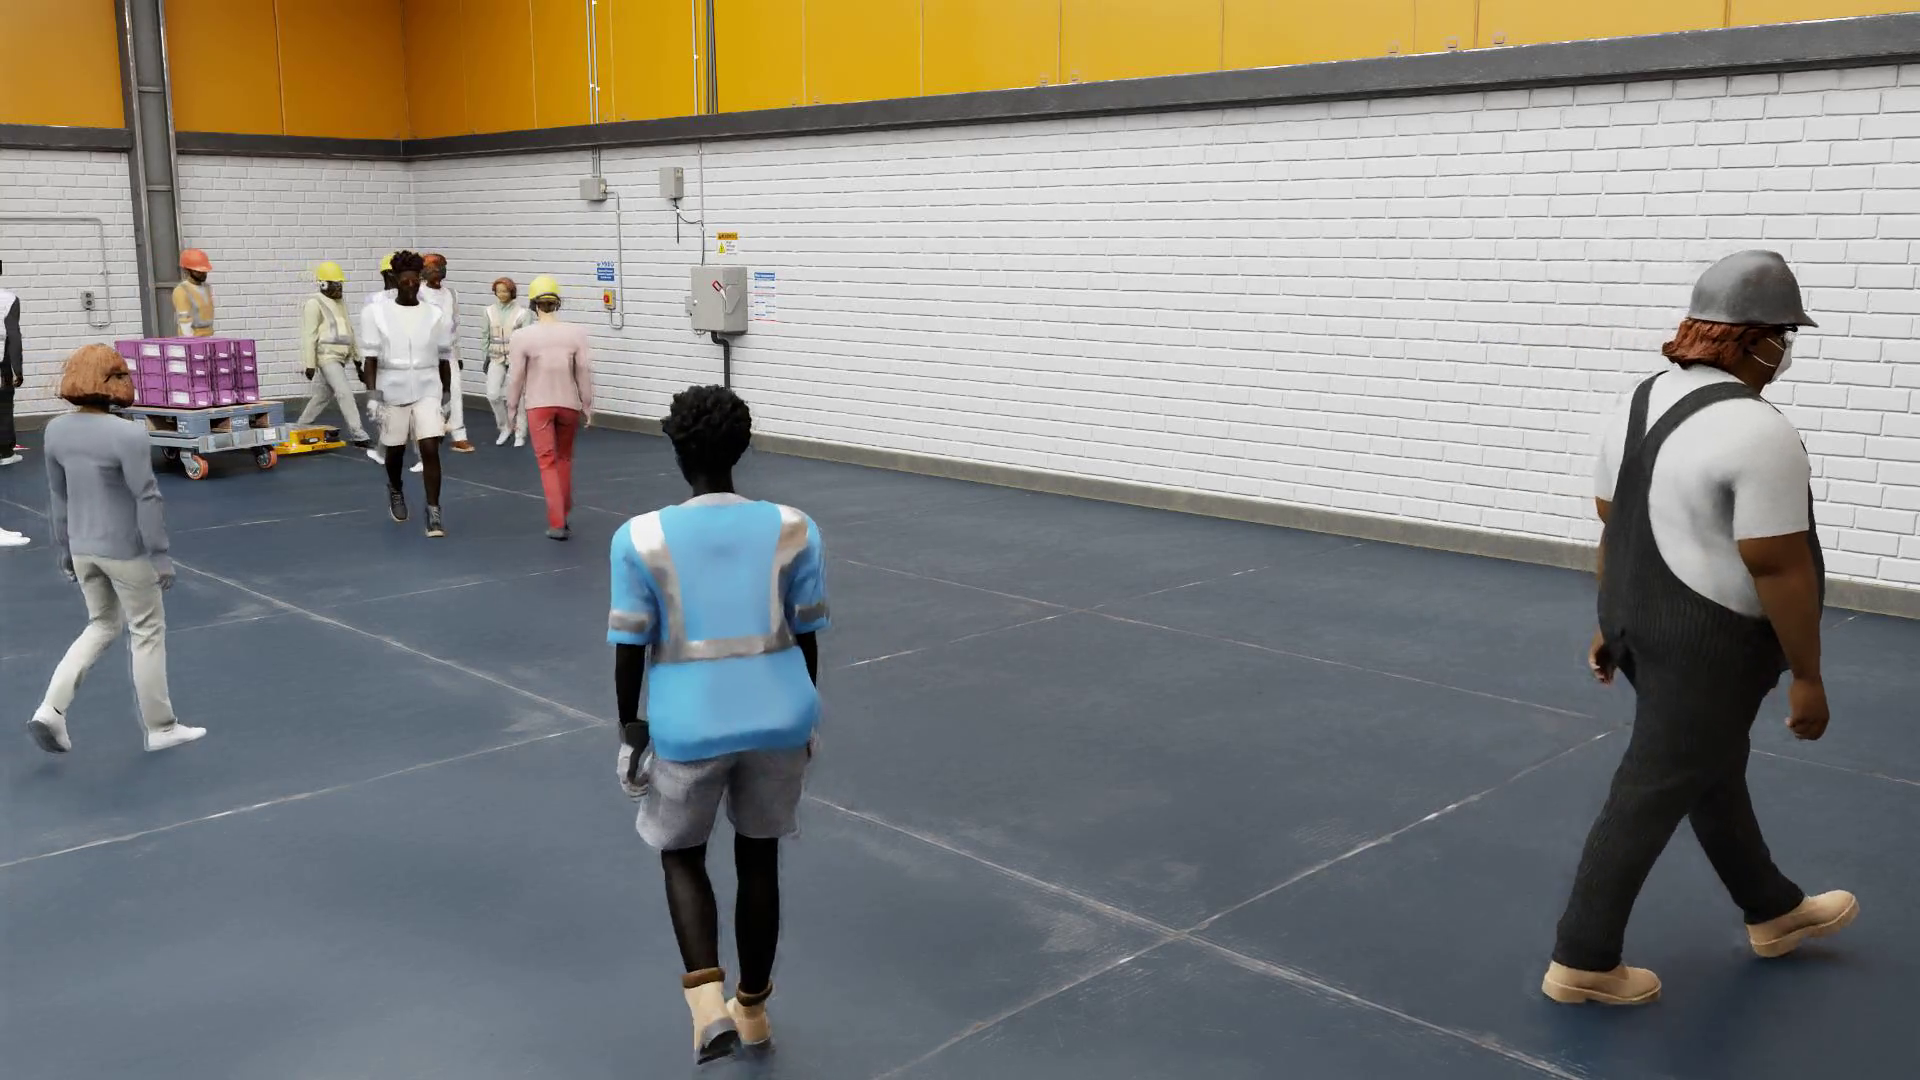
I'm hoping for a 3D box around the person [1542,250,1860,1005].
[{"bbox_3d":[2.018,0.214,4.375,1.031,2.000,0.704,-1,10,-5],"label":"person"}]

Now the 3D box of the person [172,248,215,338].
[{"bbox_3d":[-7.396,-1.911,16.377,0.707,1.890,0.639,1,10,7],"label":"person"}]

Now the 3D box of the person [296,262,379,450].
[{"bbox_3d":[-5.993,-1.740,15.755,0.951,1.787,0.602,1,10,6],"label":"person"}]

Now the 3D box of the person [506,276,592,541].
[{"bbox_3d":[-2.793,-0.892,11.192,0.547,1.741,0.711,-7,12,-32],"label":"person"}]

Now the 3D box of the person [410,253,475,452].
[{"bbox_3d":[-4.954,-1.750,15.605,0.758,1.861,0.601,8,13,36],"label":"person"}]

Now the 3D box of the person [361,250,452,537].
[{"bbox_3d":[-3.778,-1.016,11.389,0.602,1.934,0.908,-5,11,-24],"label":"person"}]

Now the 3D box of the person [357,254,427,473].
[{"bbox_3d":[-4.843,-1.517,14.303,1.008,1.856,0.581,8,13,35],"label":"person"}]

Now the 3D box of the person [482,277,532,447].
[{"bbox_3d":[-4.308,-1.692,15.886,0.542,1.625,0.374,1,10,4],"label":"person"}]

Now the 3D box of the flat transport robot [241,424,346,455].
[{"bbox_3d":[-6.552,-0.973,15.681,1.431,0.197,0.652,6,12,28],"label":"flat transport robot"}]

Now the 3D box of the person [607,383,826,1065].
[{"bbox_3d":[-0.563,0.468,4.014,0.541,1.674,0.489,-3,11,-17],"label":"person"}]

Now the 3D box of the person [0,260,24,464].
[{"bbox_3d":[-8.437,-1.541,14.400,0.613,1.871,0.930,-2,11,-10],"label":"person"}]

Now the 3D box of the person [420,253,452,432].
[{"bbox_3d":[-5.428,-2.046,17.258,0.429,1.841,0.621,-2,11,-9],"label":"person"}]

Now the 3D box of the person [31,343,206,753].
[{"bbox_3d":[-3.267,0.055,6.392,0.518,1.621,0.591,4,11,22],"label":"person"}]

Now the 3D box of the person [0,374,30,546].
[{"bbox_3d":[-6.365,-0.888,10.856,0.312,1.869,0.535,-8,13,-36],"label":"person"}]
